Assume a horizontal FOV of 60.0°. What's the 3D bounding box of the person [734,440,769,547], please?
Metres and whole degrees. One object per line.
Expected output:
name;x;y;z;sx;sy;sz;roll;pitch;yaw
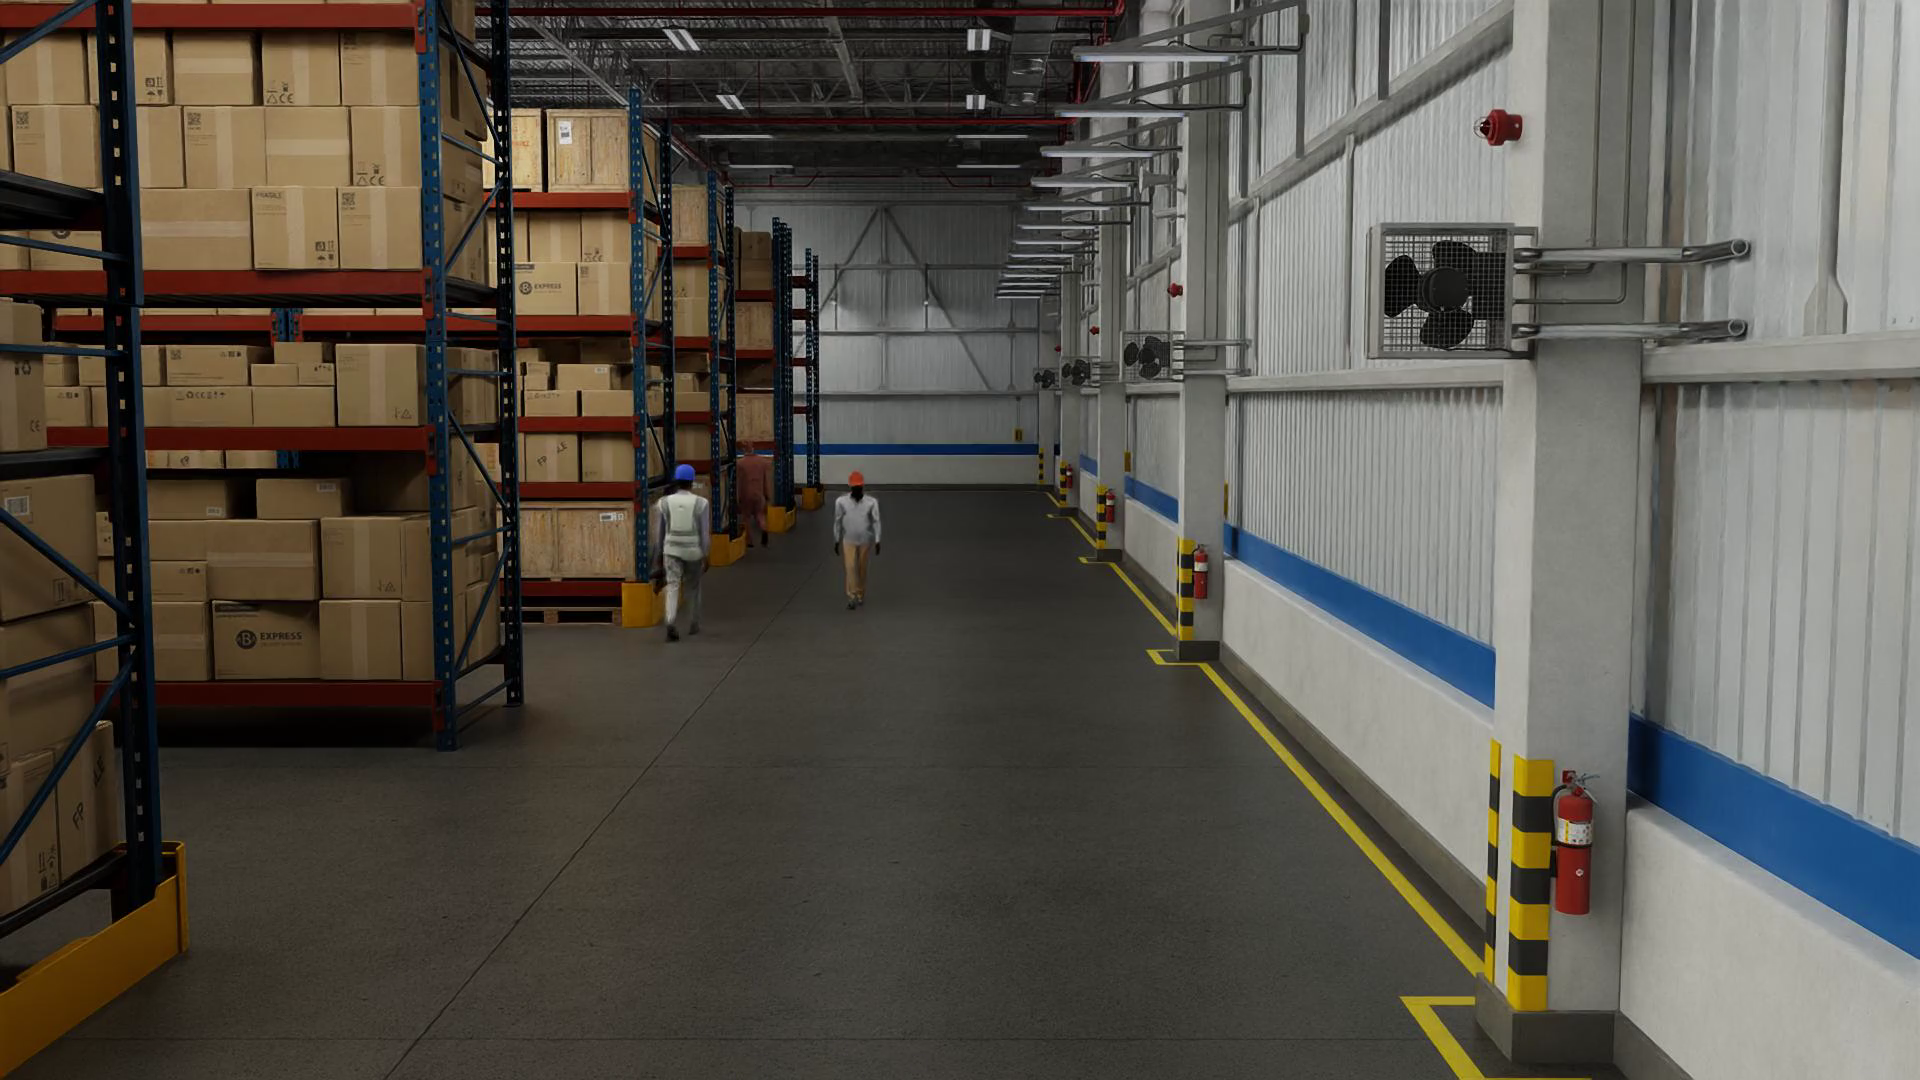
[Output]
person;-3.674;-0.804;29.026;0.666;1.884;0.422;-3;6;-32

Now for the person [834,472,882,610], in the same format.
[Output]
person;-1.267;0.002;20.644;0.585;1.700;0.892;0;5;-5

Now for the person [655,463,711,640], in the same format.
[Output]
person;-3.015;0.123;18.057;0.613;1.915;0.912;0;5;2
